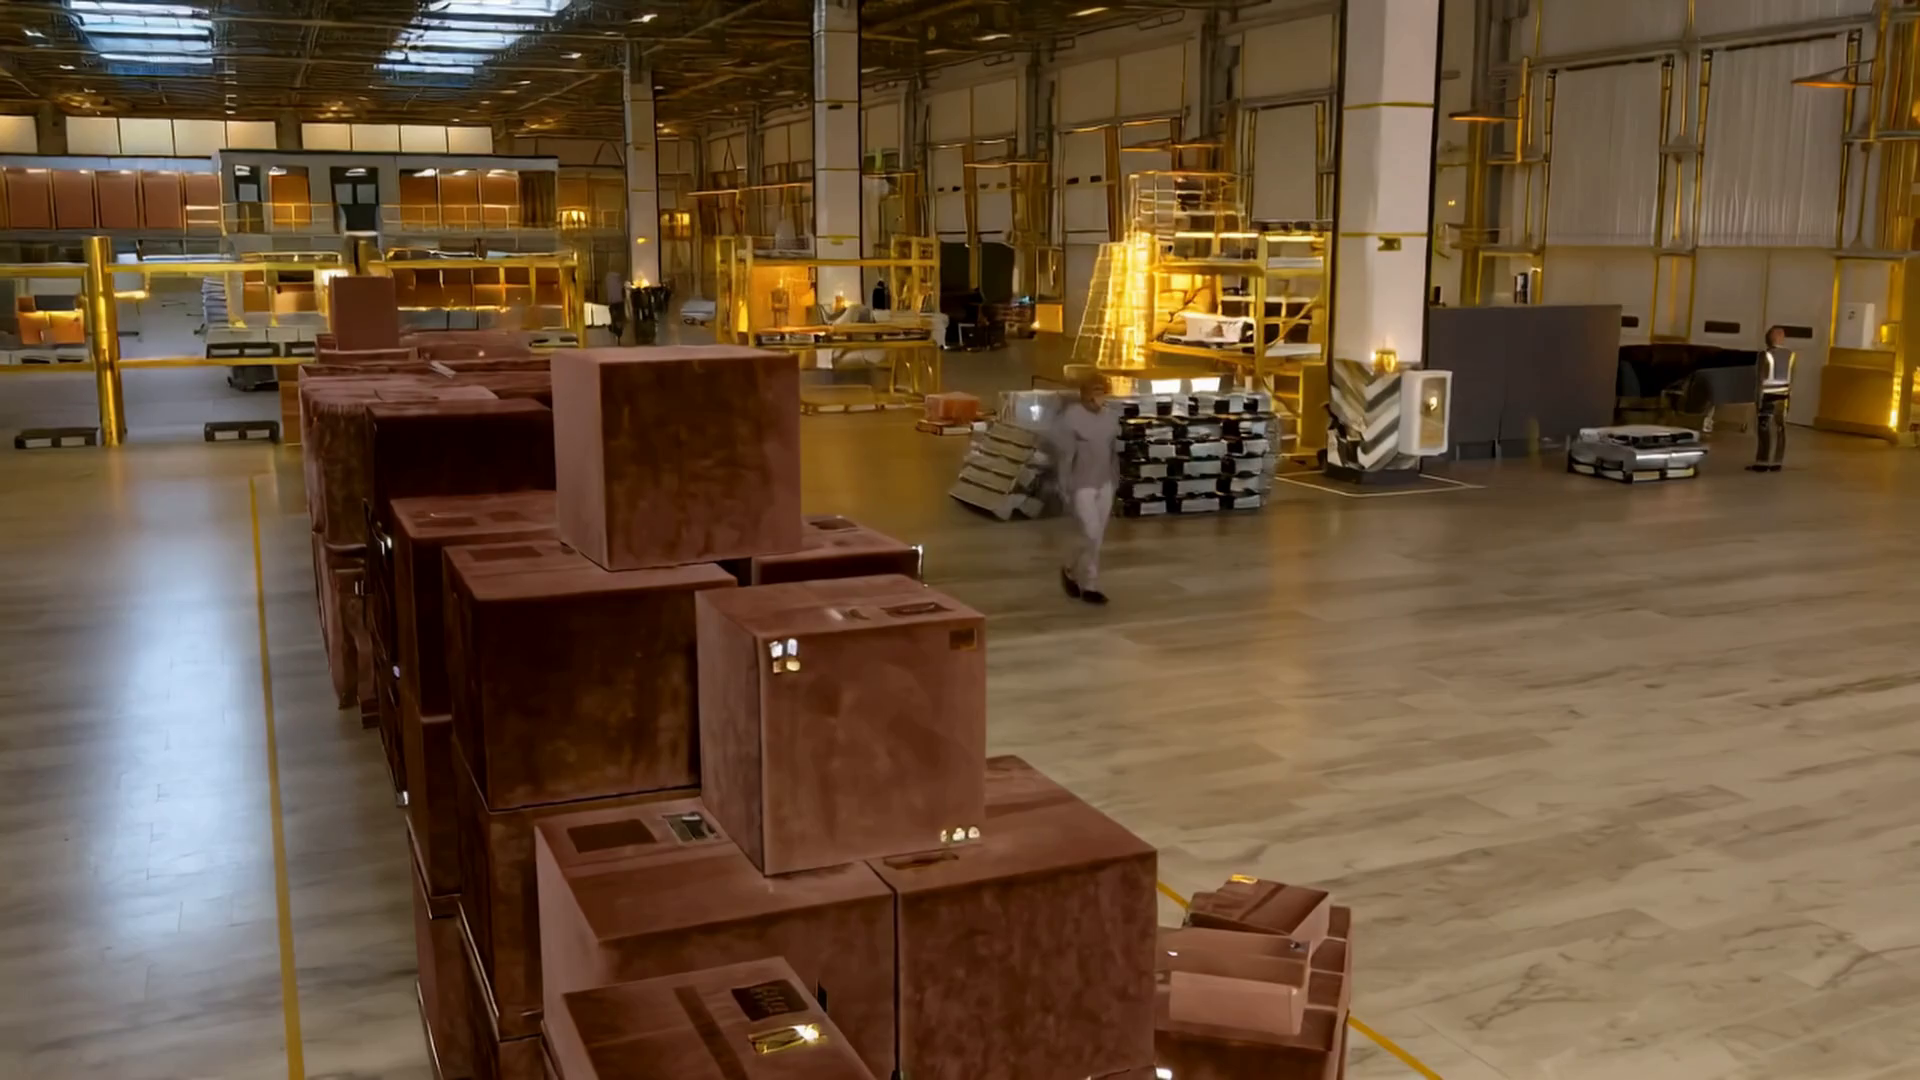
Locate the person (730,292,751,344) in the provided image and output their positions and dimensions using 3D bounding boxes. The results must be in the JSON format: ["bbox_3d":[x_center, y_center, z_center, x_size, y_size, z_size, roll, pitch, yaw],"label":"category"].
[{"bbox_3d":[-4.660,-4.323,35.329,0.405,1.856,0.556,9,14,42],"label":"person"}]

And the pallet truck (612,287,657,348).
[{"bbox_3d":[-6.464,-4.406,35.401,0.823,1.965,1.885,6,12,32],"label":"pallet truck"}]

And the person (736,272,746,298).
[{"bbox_3d":[-9.108,-10.192,68.261,0.540,1.656,0.729,-8,13,-37],"label":"person"}]

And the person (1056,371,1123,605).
[{"bbox_3d":[1.082,-0.415,13.602,0.653,1.926,0.432,-9,14,-41],"label":"person"}]

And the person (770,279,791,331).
[{"bbox_3d":[-5.125,-6.508,47.420,0.624,1.844,0.430,3,11,18],"label":"person"}]

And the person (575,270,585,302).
[{"bbox_3d":[-15.408,-10.097,67.407,0.326,1.767,0.533,7,13,35],"label":"person"}]

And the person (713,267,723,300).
[{"bbox_3d":[-11.913,-12.786,81.747,0.402,1.940,0.602,7,12,33],"label":"person"}]

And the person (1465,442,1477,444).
[{"bbox_3d":[7.233,-2.275,24.448,0.753,1.718,0.490,5,11,26],"label":"person"}]

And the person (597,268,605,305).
[{"bbox_3d":[-14.332,-9.990,66.646,0.651,1.824,0.471,6,12,28],"label":"person"}]

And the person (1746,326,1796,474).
[{"bbox_3d":[10.374,-1.784,21.271,0.572,1.883,0.353,-3,11,-17],"label":"person"}]

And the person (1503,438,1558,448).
[{"bbox_3d":[8.203,-2.253,24.070,0.937,1.812,0.520,7,13,36],"label":"person"}]

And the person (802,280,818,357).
[{"bbox_3d":[-3.721,-5.646,42.373,0.624,1.940,0.983,2,10,10],"label":"person"}]

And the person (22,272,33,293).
[{"bbox_3d":[-30.084,-7.753,53.832,0.970,1.997,0.632,4,11,20],"label":"person"}]

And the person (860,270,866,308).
[{"bbox_3d":[-3.705,-8.918,60.359,0.620,1.969,0.469,2,10,11],"label":"person"}]
